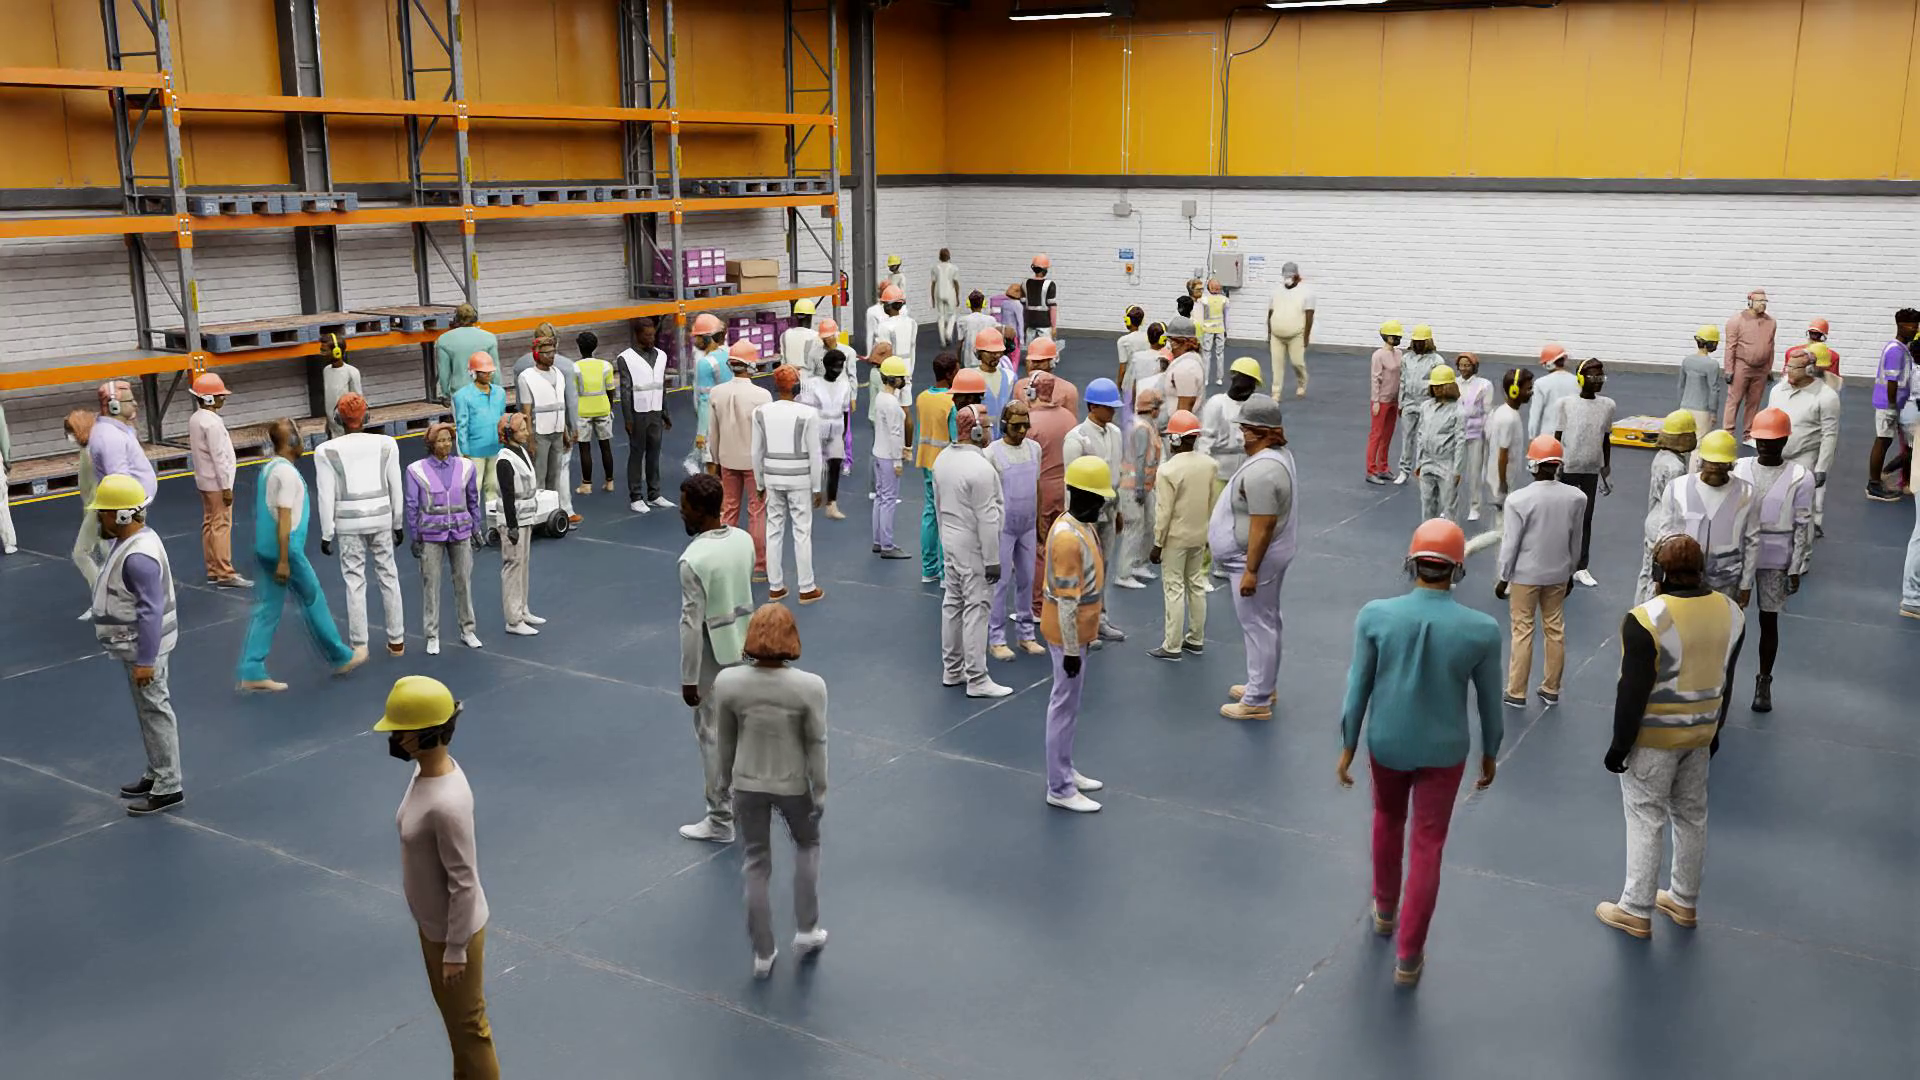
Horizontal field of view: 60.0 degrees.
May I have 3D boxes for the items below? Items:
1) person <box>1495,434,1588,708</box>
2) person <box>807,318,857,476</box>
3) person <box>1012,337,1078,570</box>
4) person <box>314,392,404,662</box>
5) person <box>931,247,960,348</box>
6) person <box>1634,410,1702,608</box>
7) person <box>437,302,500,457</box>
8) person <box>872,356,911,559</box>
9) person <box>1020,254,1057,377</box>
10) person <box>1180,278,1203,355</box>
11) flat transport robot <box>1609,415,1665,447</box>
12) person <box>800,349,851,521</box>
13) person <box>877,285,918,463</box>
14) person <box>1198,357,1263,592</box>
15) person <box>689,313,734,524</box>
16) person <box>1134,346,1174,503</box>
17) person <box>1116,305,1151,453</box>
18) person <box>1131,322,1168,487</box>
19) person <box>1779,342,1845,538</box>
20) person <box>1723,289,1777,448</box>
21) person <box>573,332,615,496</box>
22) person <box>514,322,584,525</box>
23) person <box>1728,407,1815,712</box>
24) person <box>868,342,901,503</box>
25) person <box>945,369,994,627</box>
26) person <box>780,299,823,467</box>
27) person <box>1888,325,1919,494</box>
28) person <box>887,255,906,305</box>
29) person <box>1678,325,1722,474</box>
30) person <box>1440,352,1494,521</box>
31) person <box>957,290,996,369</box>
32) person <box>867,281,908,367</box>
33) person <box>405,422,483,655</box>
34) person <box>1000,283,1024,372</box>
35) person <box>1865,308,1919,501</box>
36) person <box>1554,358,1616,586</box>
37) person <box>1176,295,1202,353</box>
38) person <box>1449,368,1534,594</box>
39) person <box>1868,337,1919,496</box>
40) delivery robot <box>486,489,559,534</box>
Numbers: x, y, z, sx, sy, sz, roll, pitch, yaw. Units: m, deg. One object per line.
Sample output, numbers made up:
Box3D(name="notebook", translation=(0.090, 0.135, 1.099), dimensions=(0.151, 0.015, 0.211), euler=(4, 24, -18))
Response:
Box3D(name="person", translation=(3.668, 0.198, 10.575), dimensions=(0.560, 1.752, 0.326), euler=(-3, 13, -13))
Box3D(name="person", translation=(-1.411, -1.569, 18.283), dimensions=(0.576, 1.736, 0.355), euler=(2, 13, 10))
Box3D(name="person", translation=(0.691, -0.710, 13.987), dimensions=(0.612, 1.995, 0.382), euler=(6, 14, 25))
Box3D(name="person", translation=(-4.134, -0.084, 11.517), dimensions=(0.573, 1.883, 0.357), euler=(-8, 15, -33))
Box3D(name="person", translation=(-0.263, -4.443, 30.523), dimensions=(0.537, 1.835, 0.400), euler=(2, 13, 8))
Box3D(name="person", translation=(4.964, -0.046, 11.658), dimensions=(0.322, 1.743, 0.492), euler=(2, 13, 8))
Box3D(name="person", translation=(-5.273, -1.589, 17.920), dimensions=(0.638, 1.938, 0.357), euler=(-4, 14, -17))
Box3D(name="person", translation=(-0.594, -0.723, 14.543), dimensions=(0.329, 1.767, 0.529), euler=(-4, 13, -16))
Box3D(name="person", translation=(1.182, -3.211, 24.728), dimensions=(0.607, 2.045, 0.390), euler=(9, 16, 33))
Box3D(name="person", translation=(3.155, -2.640, 22.683), dimensions=(0.350, 1.847, 0.506), euler=(8, 15, 30))
Box3D(name="flat transport robot", translation=(8.489, -1.353, 20.551), dimensions=(0.652, 0.197, 1.431), euler=(10, 17, 38))
Box3D(name="person", translation=(-1.361, -1.056, 16.218), dimensions=(0.590, 1.654, 0.801), euler=(-7, 15, -28))
Box3D(name="person", translation=(-0.752, -1.853, 18.836), dimensions=(0.377, 2.045, 0.605), euler=(10, 16, 37))
Box3D(name="person", translation=(2.149, -0.532, 13.450), dimensions=(0.649, 1.884, 0.382), euler=(-11, 17, -40))
Box3D(name="person", translation=(-2.313, -1.090, 15.530), dimensions=(0.372, 2.044, 0.608), euler=(3, 13, 14))
Box3D(name="person", translation=(1.937, -1.017, 16.005), dimensions=(0.556, 1.701, 0.919), euler=(7, 15, 29))
Box3D(name="person", translation=(1.905, -1.653, 18.350), dimensions=(0.508, 1.872, 0.329), euler=(-9, 16, -35))
Box3D(name="person", translation=(1.920, -1.254, 16.660), dimensions=(0.322, 1.856, 0.528), euler=(-12, 18, -42))
Box3D(name="person", translation=(7.812, -0.918, 15.304), dimensions=(0.605, 1.797, 0.745), euler=(4, 13, 16))
Box3D(name="person", translation=(9.481, -2.044, 19.956), dimensions=(0.643, 1.913, 0.410), euler=(-2, 13, -10))
Box3D(name="person", translation=(-3.825, -1.306, 17.225), dimensions=(0.540, 1.695, 0.317), euler=(-9, 16, -35))
Box3D(name="person", translation=(-3.890, -1.085, 15.734), dimensions=(0.630, 1.938, 0.369), euler=(4, 14, 17))
Box3D(name="person", translation=(5.040, 0.121, 10.508), dimensions=(0.542, 1.938, 0.358), euler=(9, 16, 34))
Box3D(name="person", translation=(-0.785, -1.190, 16.856), dimensions=(0.279, 1.634, 0.497), euler=(-4, 14, -16))
Box3D(name="person", translation=(0.072, -0.306, 12.361), dimensions=(0.359, 1.938, 0.547), euler=(-1, 13, -5))
Box3D(name="person", translation=(-1.736, -1.727, 18.572), dimensions=(0.591, 1.918, 0.396), euler=(9, 16, 33))
Box3D(name="person", translation=(9.875, -1.358, 17.314), dimensions=(0.340, 1.760, 0.525), euler=(12, 17, 41))
Box3D(name="person", translation=(-1.146, -4.159, 29.474), dimensions=(0.340, 1.761, 0.524), euler=(-9, 16, -33))
Box3D(name="person", translation=(7.669, -1.347, 17.251), dimensions=(0.327, 1.767, 0.533), euler=(-4, 14, -17))
Box3D(name="person", translation=(4.870, -1.005, 16.063), dimensions=(0.522, 1.633, 0.315), euler=(8, 15, 30))
Box3D(name="person", translation=(0.211, -2.151, 20.544), dimensions=(0.508, 1.860, 0.334), euler=(0, 13, 2))
Box3D(name="person", translation=(-0.958, -2.512, 22.112), dimensions=(0.577, 1.867, 0.760), euler=(-5, 14, -22))
Box3D(name="person", translation=(-3.638, -0.020, 11.759), dimensions=(0.522, 1.645, 0.306), euler=(-8, 15, -31))
Box3D(name="person", translation=(0.769, -3.031, 24.885), dimensions=(0.311, 1.621, 0.516), euler=(-9, 16, -34))
Box3D(name="person", translation=(9.544, -1.394, 17.021), dimensions=(0.374, 1.963, 0.607), euler=(7, 15, 29))
Box3D(name="person", translation=(5.064, -0.548, 13.552), dimensions=(0.516, 1.875, 0.329), euler=(0, 13, 0))
Box3D(name="person", translation=(2.952, -2.362, 21.815), dimensions=(0.319, 1.692, 0.533), euler=(-7, 15, -29))
Box3D(name="person", translation=(4.266, -0.453, 13.213), dimensions=(0.724, 1.851, 0.516), euler=(4, 14, 18))
Box3D(name="person", translation=(9.712, -1.244, 17.026), dimensions=(0.669, 1.675, 0.604), euler=(3, 13, 13))
Box3D(name="delivery robot", translation=(-3.981, -0.295, 15.134), dimensions=(0.477, 0.478, 0.707), euler=(6, 14, 24))
